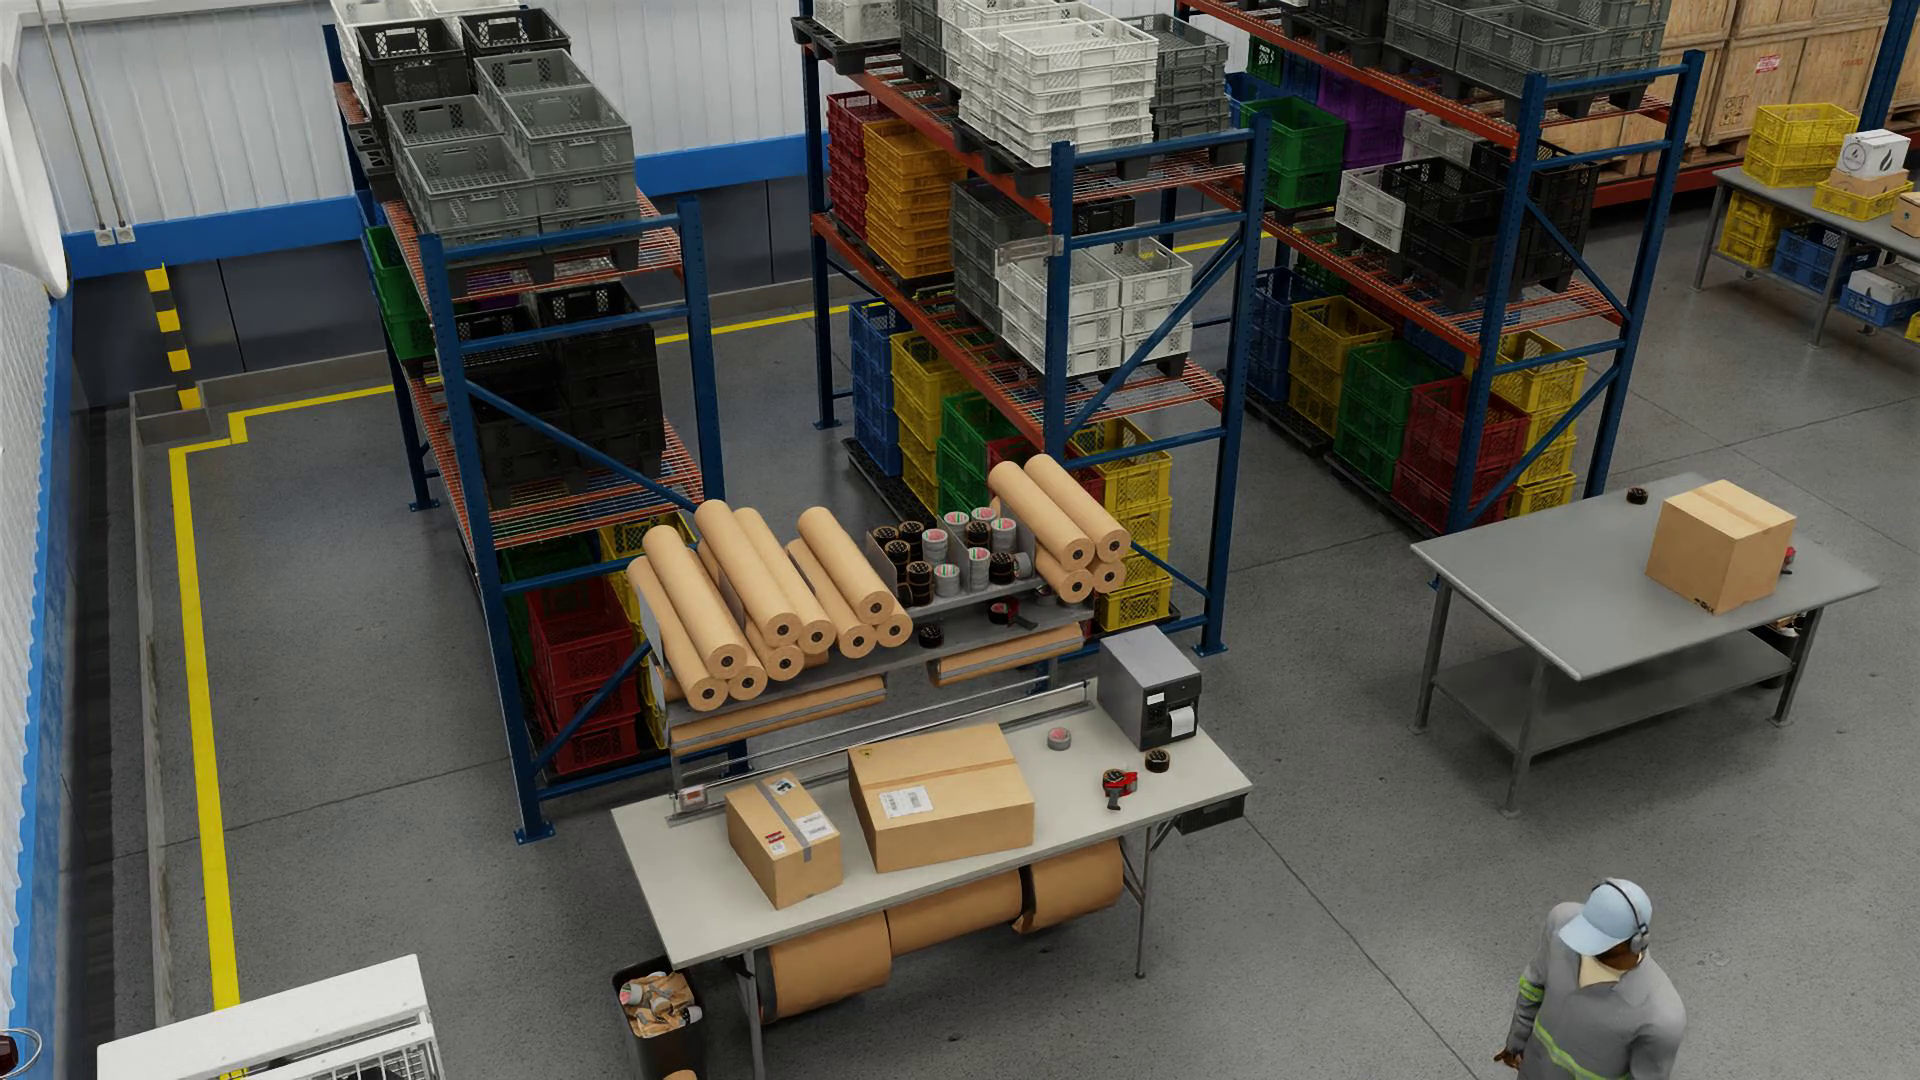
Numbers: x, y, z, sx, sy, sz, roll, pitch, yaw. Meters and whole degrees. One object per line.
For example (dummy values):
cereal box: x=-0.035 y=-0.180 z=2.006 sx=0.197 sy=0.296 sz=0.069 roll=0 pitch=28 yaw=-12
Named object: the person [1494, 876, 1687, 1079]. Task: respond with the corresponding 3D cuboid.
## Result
person: x=2.011 y=1.815 z=5.515 sx=0.395 sy=1.849 sz=0.588 roll=-14 pitch=34 yaw=-21
